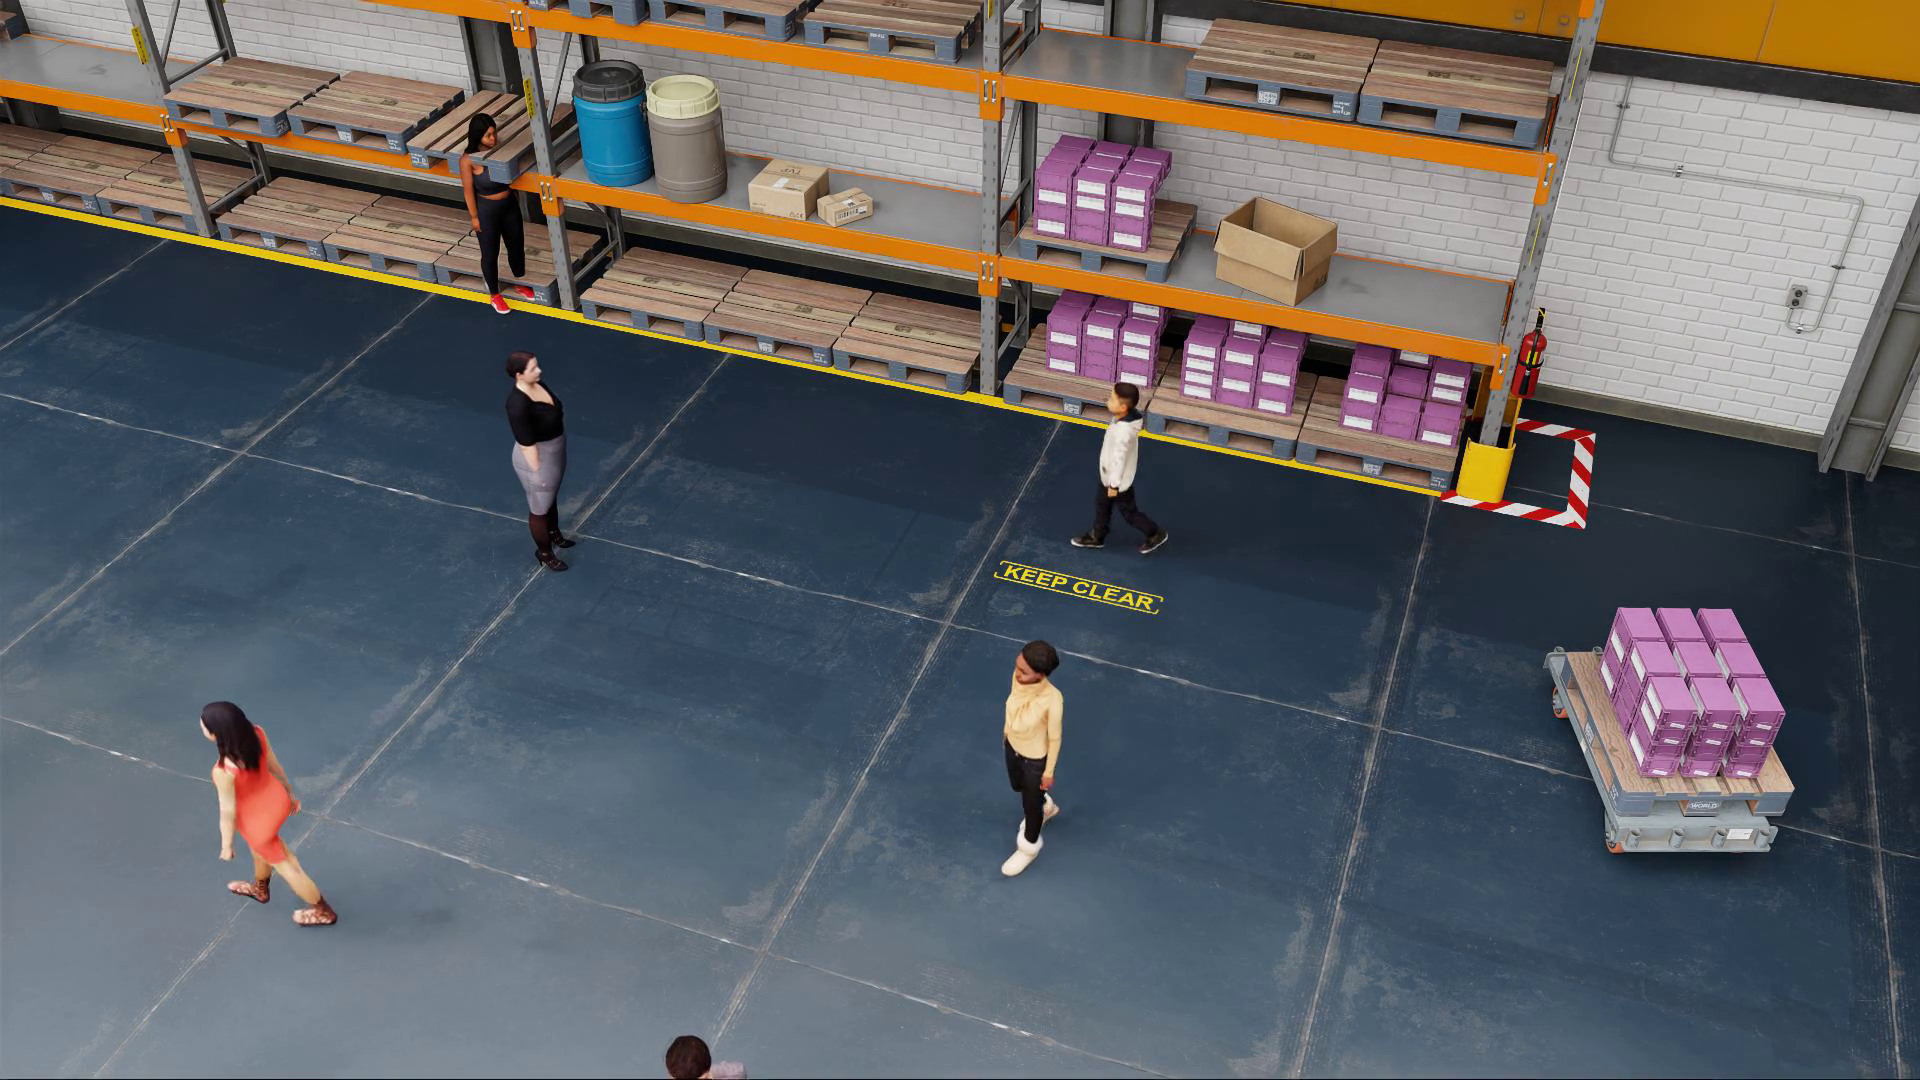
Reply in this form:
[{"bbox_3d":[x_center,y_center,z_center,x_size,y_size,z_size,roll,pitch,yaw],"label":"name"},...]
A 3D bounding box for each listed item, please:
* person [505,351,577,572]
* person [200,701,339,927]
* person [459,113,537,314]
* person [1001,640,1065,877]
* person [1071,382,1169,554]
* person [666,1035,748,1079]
[{"bbox_3d":[-2.966,-0.573,11.689,0.728,1.760,0.742,1,39,1],"label":"person"},{"bbox_3d":[-3.723,1.536,9.102,0.983,1.695,0.752,4,39,5],"label":"person"},{"bbox_3d":[-4.061,-2.880,14.534,0.758,1.816,0.754,32,48,33],"label":"person"},{"bbox_3d":[0.435,1.184,9.549,0.871,1.686,0.839,-24,45,-27],"label":"person"},{"bbox_3d":[1.198,-0.476,11.825,1.003,1.439,0.777,0,39,1],"label":"person"},{"bbox_3d":[-1.129,2.793,7.401,0.739,1.851,0.762,-22,43,-25],"label":"person"}]
